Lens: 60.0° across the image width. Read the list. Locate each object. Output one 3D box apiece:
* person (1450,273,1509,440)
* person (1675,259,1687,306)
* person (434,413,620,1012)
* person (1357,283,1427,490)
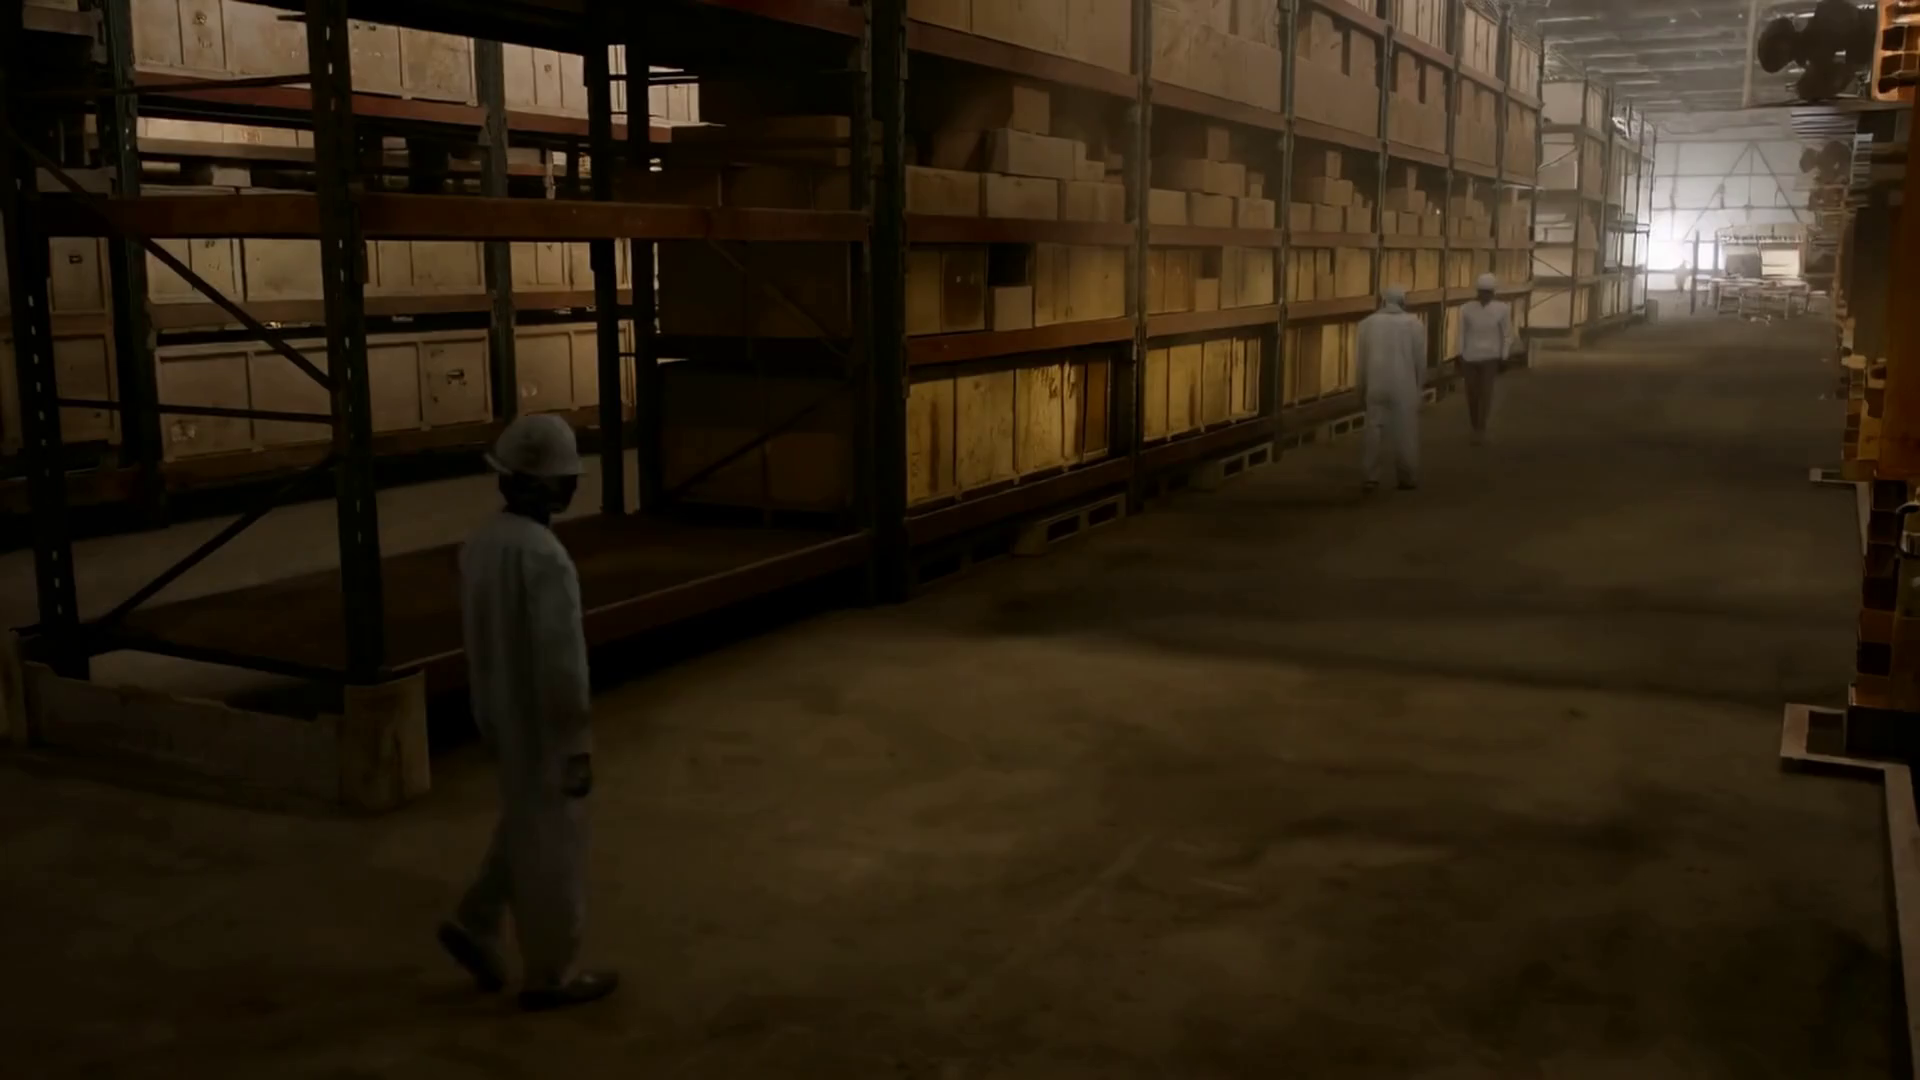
[{"bbox_3d":[6.063,-2.142,19.473,0.632,1.934,1.038,5,11,26],"label":"person"},{"bbox_3d":[29.401,-10.485,67.781,0.375,1.936,0.627,0,10,2],"label":"person"},{"bbox_3d":[-1.224,0.505,4.726,0.430,1.734,0.583,-8,13,-38],"label":"person"},{"bbox_3d":[3.988,-1.409,15.339,0.636,1.903,0.404,6,12,32],"label":"person"}]
